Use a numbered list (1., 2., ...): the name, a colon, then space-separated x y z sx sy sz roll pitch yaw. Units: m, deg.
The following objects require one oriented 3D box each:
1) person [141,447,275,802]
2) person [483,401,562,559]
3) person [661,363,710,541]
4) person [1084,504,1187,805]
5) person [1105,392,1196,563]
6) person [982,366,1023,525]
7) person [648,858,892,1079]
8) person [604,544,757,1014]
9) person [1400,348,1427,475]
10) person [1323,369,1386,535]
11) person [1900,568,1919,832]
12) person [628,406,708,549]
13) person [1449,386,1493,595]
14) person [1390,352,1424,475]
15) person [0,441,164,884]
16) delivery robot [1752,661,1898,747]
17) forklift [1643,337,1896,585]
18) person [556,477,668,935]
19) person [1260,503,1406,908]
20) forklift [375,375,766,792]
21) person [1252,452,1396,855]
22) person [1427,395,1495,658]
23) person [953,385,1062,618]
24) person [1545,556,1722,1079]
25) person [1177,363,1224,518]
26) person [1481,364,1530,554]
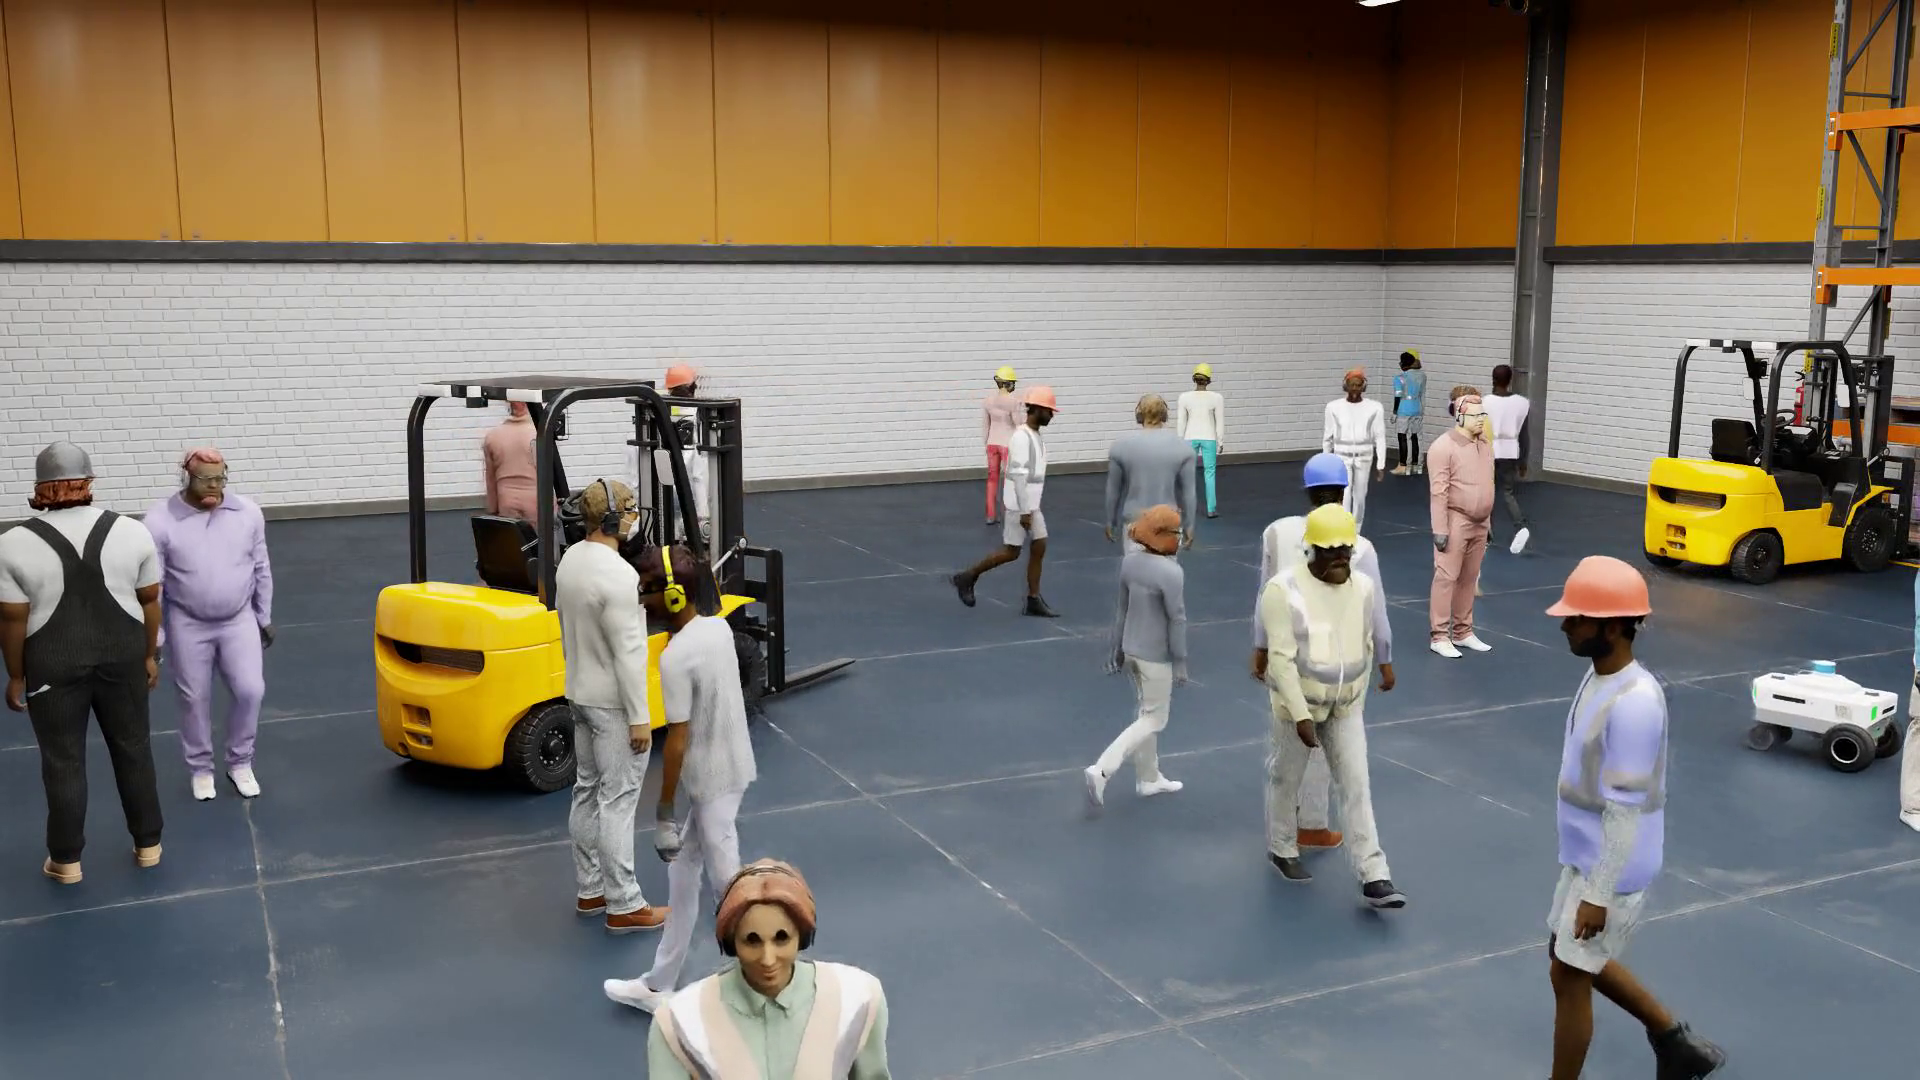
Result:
1. person: -3.935 0.456 8.739 0.683 1.880 0.584 -7 11 -36
2. person: -3.472 -0.281 13.360 0.668 1.872 0.824 1 9 9
3. person: -2.284 -0.518 14.358 0.523 2.013 0.660 3 10 16
4. person: 0.926 0.606 8.655 0.654 1.603 0.517 -5 10 -27
5. person: 1.382 -0.119 12.177 0.653 1.920 0.538 0 9 3
6. person: 0.486 -1.026 18.303 0.533 1.765 0.322 7 12 39
7. person: -0.380 1.452 3.396 0.540 1.601 0.790 -2 9 -10
8. person: -1.011 0.918 6.053 0.864 1.823 0.518 2 9 10
9. person: 6.222 -1.774 23.010 0.492 1.742 0.321 -5 11 -29
10. person: 3.927 -0.789 16.605 0.602 1.850 0.951 2 9 11
11. person: 4.958 0.647 8.319 0.511 1.639 0.308 -4 10 -22
12. person: -2.333 -0.239 13.272 0.615 1.807 0.482 -3 10 -19
13. person: 4.284 -0.391 14.173 0.437 1.836 0.657 6 11 34
14. person: 6.162 -1.742 22.953 0.535 1.697 0.321 -6 11 -31
15. person: -4.069 0.547 7.693 0.675 2.000 0.537 -7 11 -37
16. delivery robot: 4.962 0.939 9.567 0.477 0.478 0.707 -8 12 -41
17. forklift: 7.551 -0.789 15.507 2.313 2.155 1.214 -4 10 -25
18. person: -1.485 0.698 7.073 0.373 1.940 0.630 -7 11 -36
19. person: 1.632 0.733 7.317 0.586 1.783 0.894 -3 10 -16
20. forklift: -2.268 0.149 9.685 1.214 2.155 2.313 6 11 32
21. person: 1.752 0.545 8.022 0.509 1.926 0.630 -7 12 -37
22. person: 3.688 -0.105 12.152 0.642 1.909 0.408 -7 12 -38
23. person: 0.406 -0.309 13.490 0.819 1.902 0.564 3 10 20
24. person: 2.064 0.999 5.270 0.692 1.920 0.565 2 9 10
25. person: 2.738 -1.127 18.927 0.533 1.767 0.327 2 9 13
26. person: 5.431 -0.809 16.626 0.608 1.890 0.859 -2 9 -10
